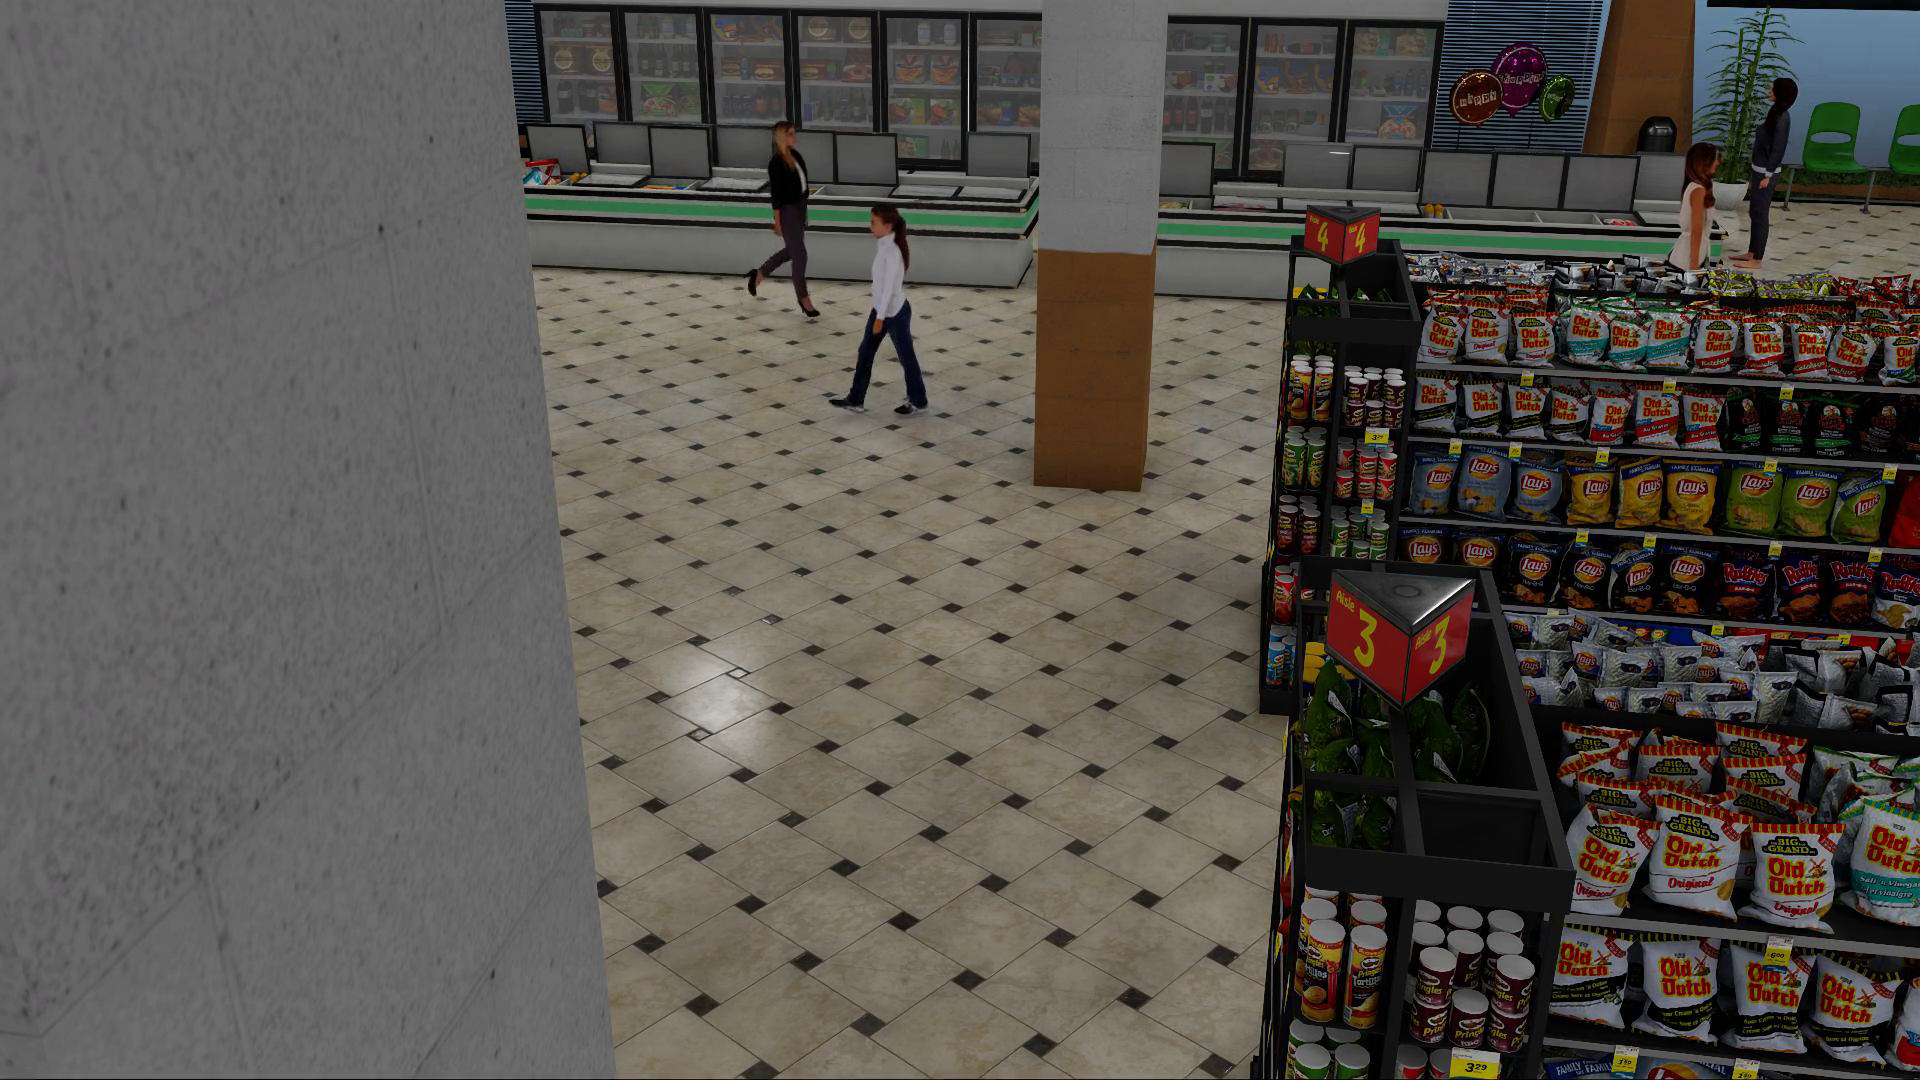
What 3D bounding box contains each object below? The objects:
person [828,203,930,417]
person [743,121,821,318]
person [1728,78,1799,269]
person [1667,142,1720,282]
[{"bbox_3d":[-0.405,-1.606,11.778,1.020,1.527,0.817,-8,25,-17],"label":"person"},{"bbox_3d":[-1.523,-2.729,14.199,1.028,1.644,0.736,9,25,21],"label":"person"},{"bbox_3d":[7.647,-3.484,15.770,0.543,1.768,0.628,6,24,14],"label":"person"},{"bbox_3d":[5.495,-2.112,12.614,0.549,1.785,0.603,7,25,15],"label":"person"}]
